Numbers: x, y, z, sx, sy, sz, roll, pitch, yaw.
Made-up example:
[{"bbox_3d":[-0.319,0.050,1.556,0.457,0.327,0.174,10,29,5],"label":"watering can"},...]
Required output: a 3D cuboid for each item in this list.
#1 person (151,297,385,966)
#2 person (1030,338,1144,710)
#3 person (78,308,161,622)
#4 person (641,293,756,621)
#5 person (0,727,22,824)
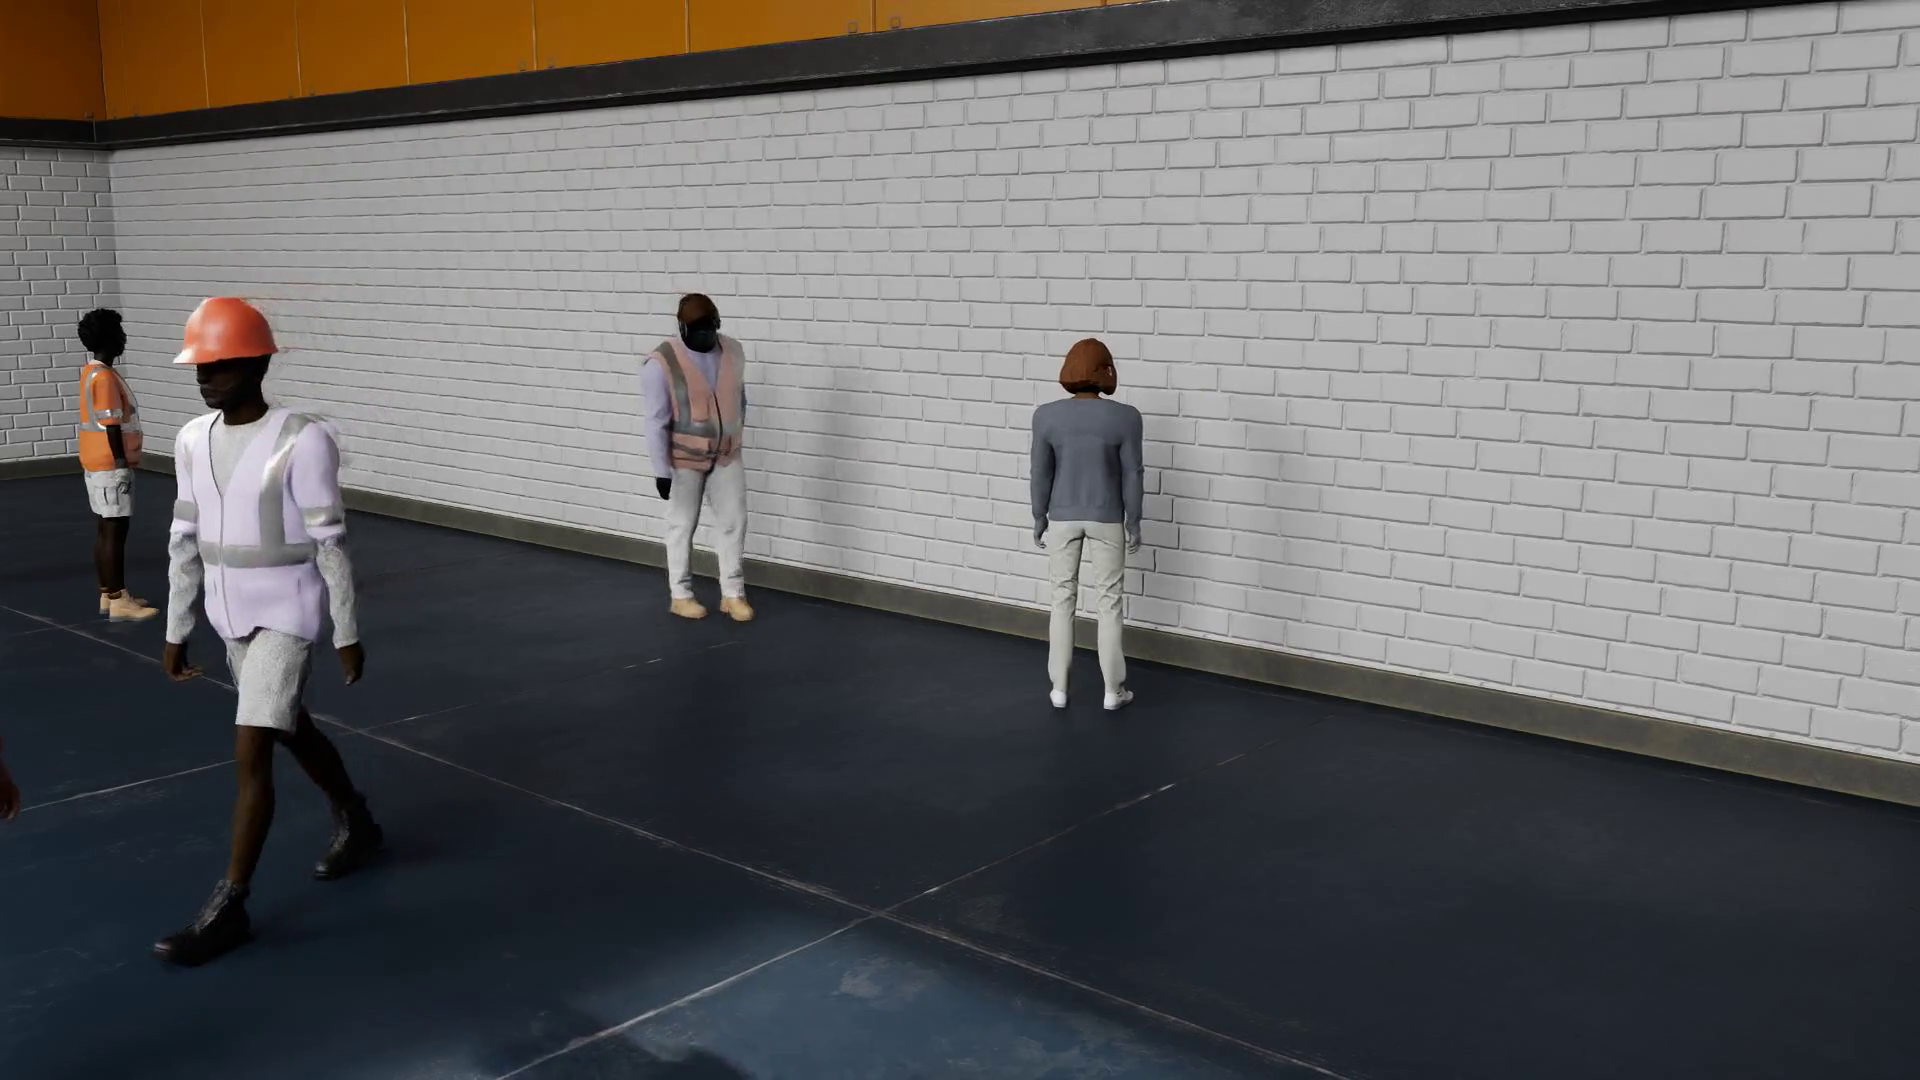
[{"bbox_3d":[-2.087,0.216,5.012,0.568,1.888,1.001,4,11,23],"label":"person"},{"bbox_3d":[0.556,-0.065,7.315,0.501,1.631,0.287,2,10,14],"label":"person"},{"bbox_3d":[-4.613,-0.405,9.066,0.316,1.697,0.540,-7,12,-34],"label":"person"},{"bbox_3d":[-1.406,-0.428,8.961,0.655,1.787,0.660,-7,12,-35],"label":"person"},{"bbox_3d":[-2.185,0.533,3.524,0.330,1.769,0.526,1,10,3],"label":"person"}]
